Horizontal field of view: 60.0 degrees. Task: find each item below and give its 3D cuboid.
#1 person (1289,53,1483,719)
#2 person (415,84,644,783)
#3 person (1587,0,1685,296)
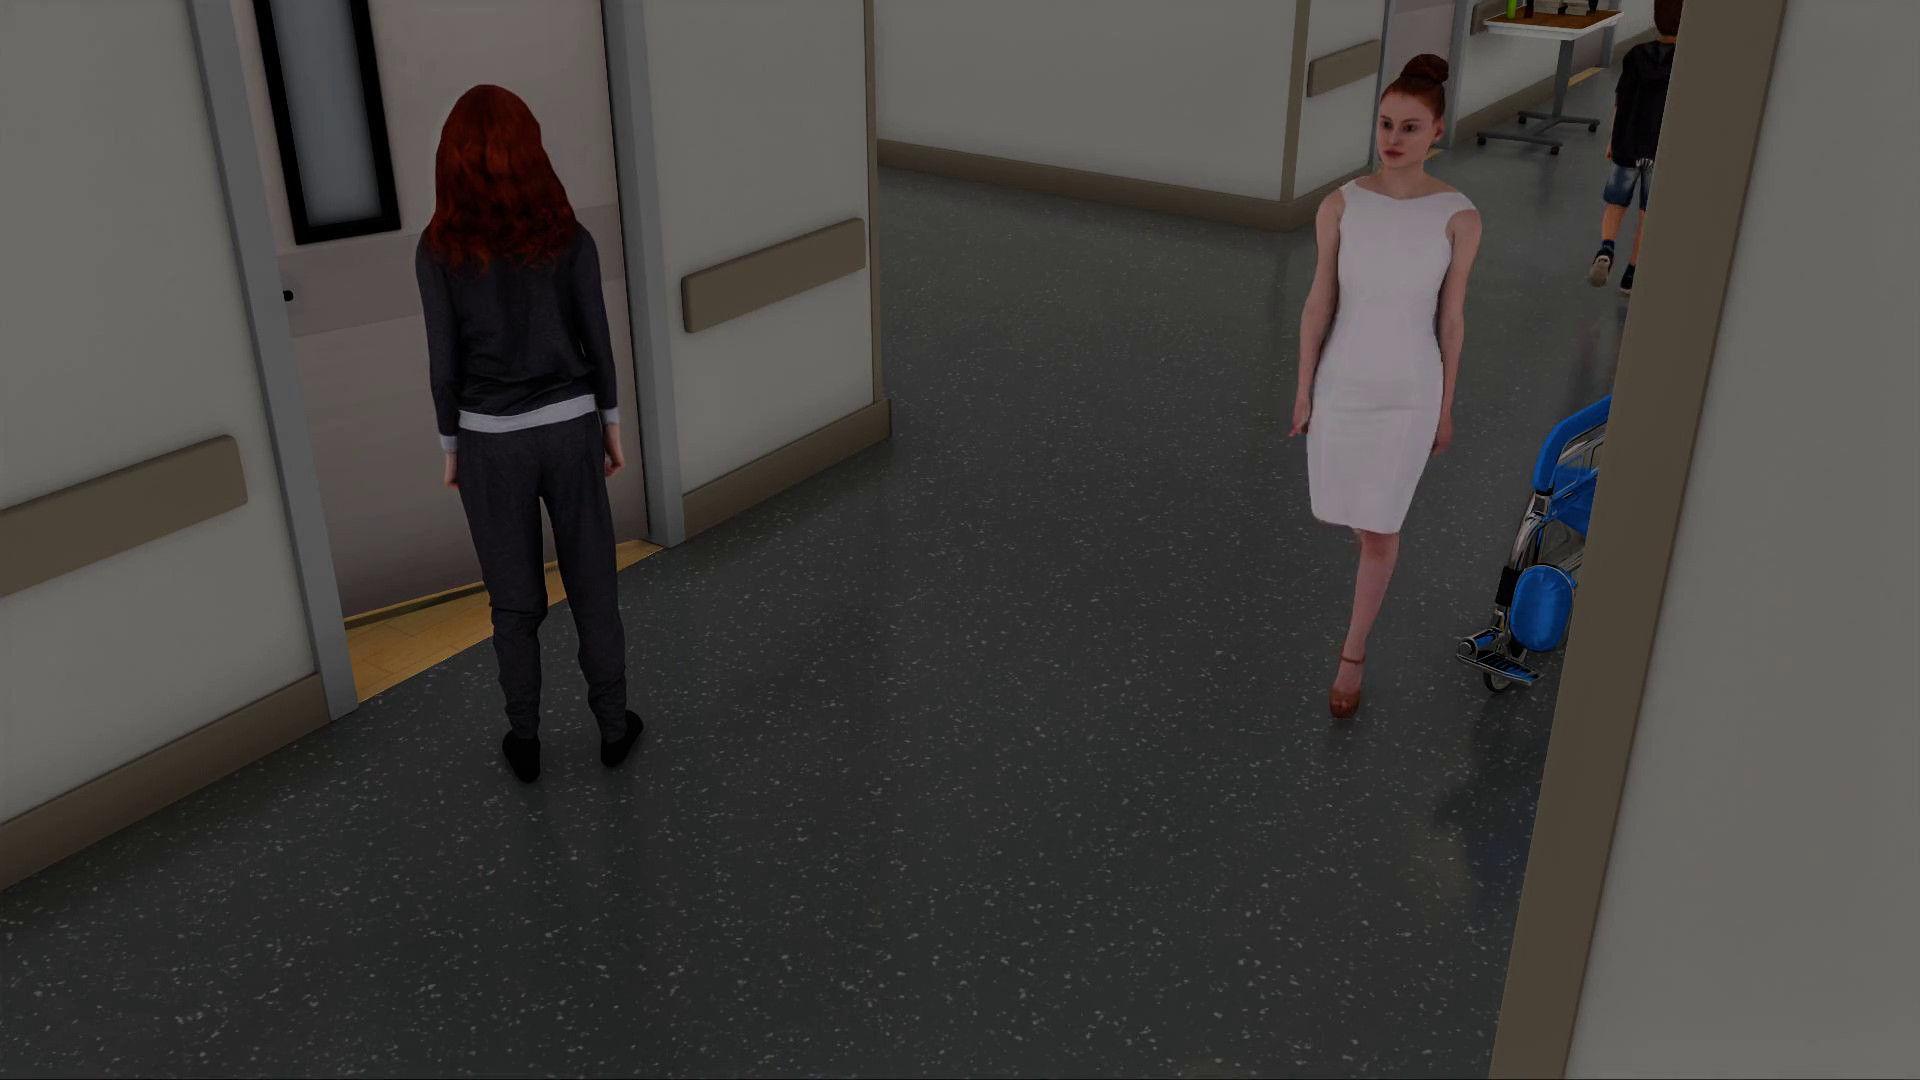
[{"bbox_3d":[1.144,-0.383,4.436,0.660,1.775,0.947,12,28,23],"label":"person"},{"bbox_3d":[-1.052,-0.217,4.085,0.637,1.780,0.716,-7,27,-13],"label":"person"},{"bbox_3d":[3.224,-1.846,7.861,0.526,1.434,0.692,17,30,31],"label":"person"}]
